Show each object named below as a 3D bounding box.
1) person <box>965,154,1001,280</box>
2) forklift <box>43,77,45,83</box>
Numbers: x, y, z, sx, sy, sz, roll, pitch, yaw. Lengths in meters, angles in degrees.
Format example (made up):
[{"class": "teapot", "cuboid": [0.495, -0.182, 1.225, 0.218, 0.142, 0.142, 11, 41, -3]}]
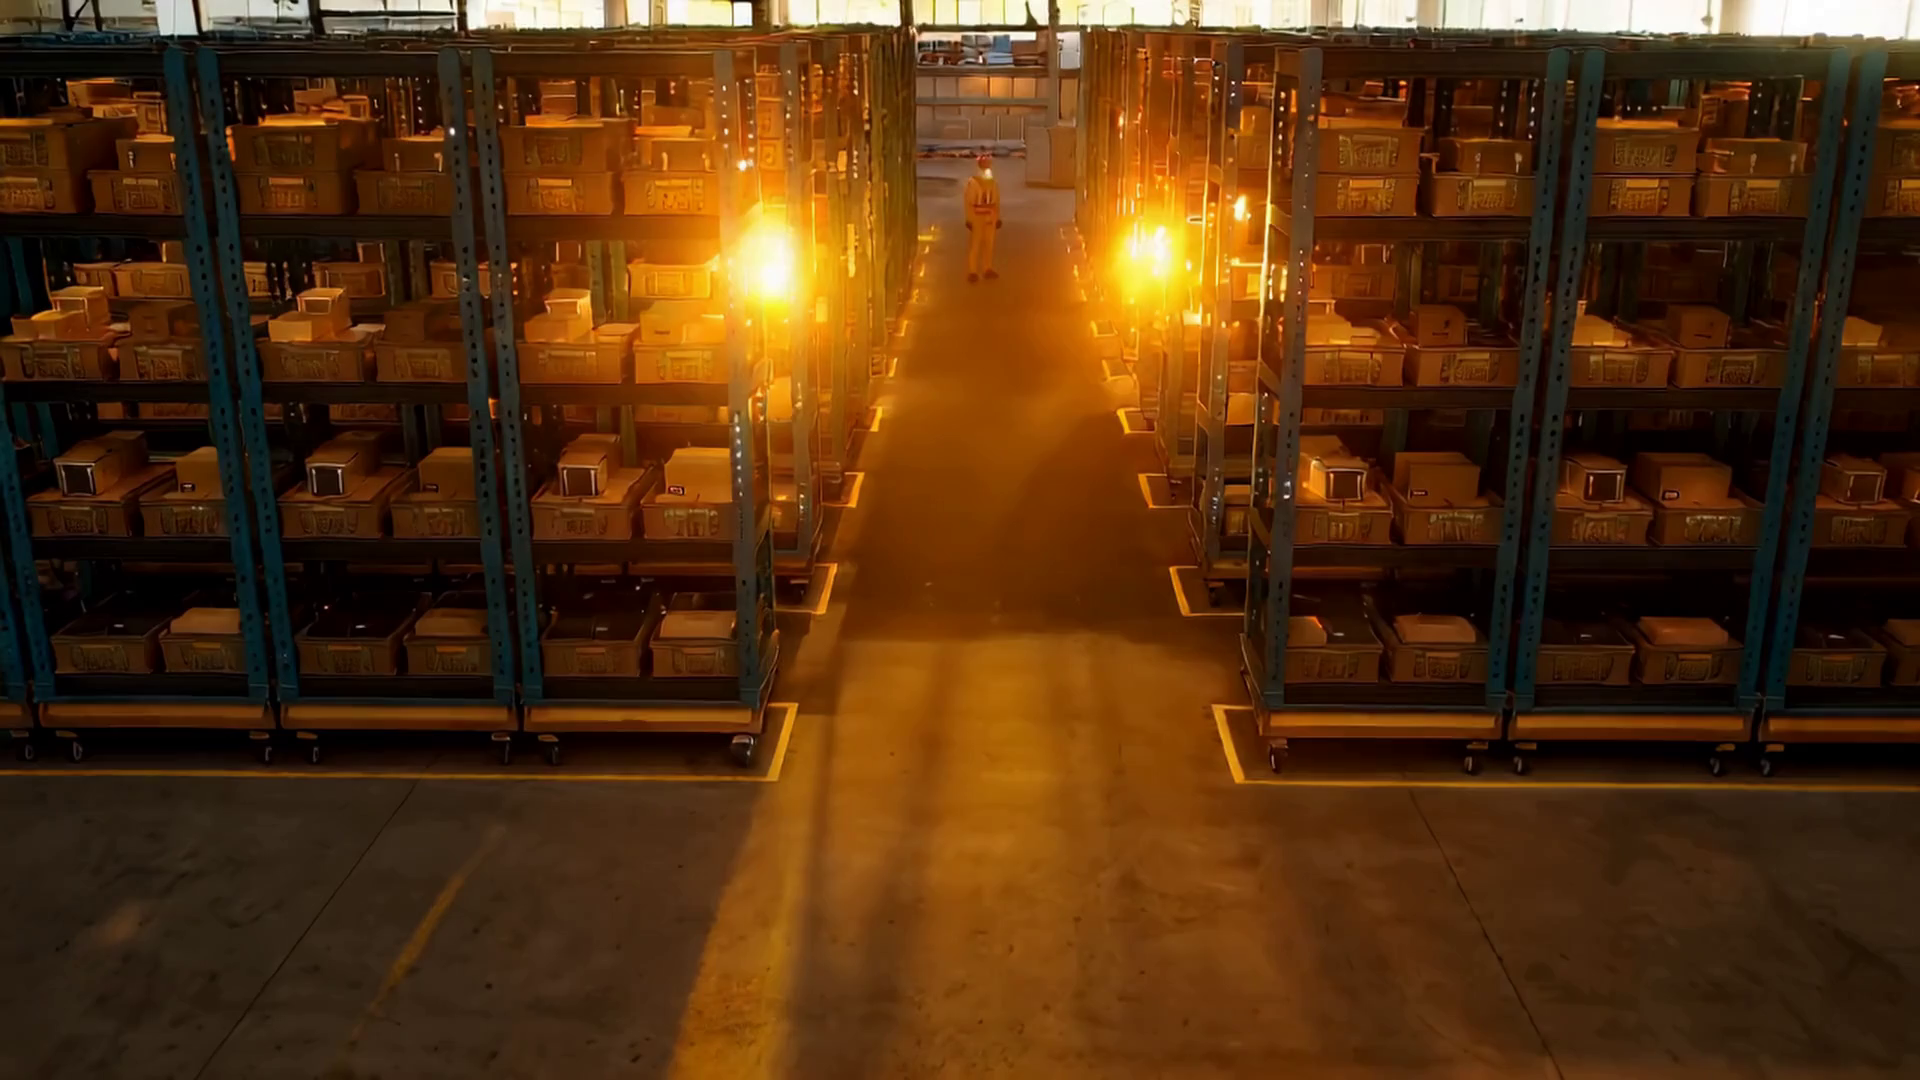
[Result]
[{"class": "person", "cuboid": [0.361, -4.766, 24.556, 0.601, 1.827, 0.403, -12, 21, -35]}, {"class": "forklift", "cuboid": [-27.726, -13.299, 50.023, 1.873, 2.768, 1.129, 0, 17, 1]}]
